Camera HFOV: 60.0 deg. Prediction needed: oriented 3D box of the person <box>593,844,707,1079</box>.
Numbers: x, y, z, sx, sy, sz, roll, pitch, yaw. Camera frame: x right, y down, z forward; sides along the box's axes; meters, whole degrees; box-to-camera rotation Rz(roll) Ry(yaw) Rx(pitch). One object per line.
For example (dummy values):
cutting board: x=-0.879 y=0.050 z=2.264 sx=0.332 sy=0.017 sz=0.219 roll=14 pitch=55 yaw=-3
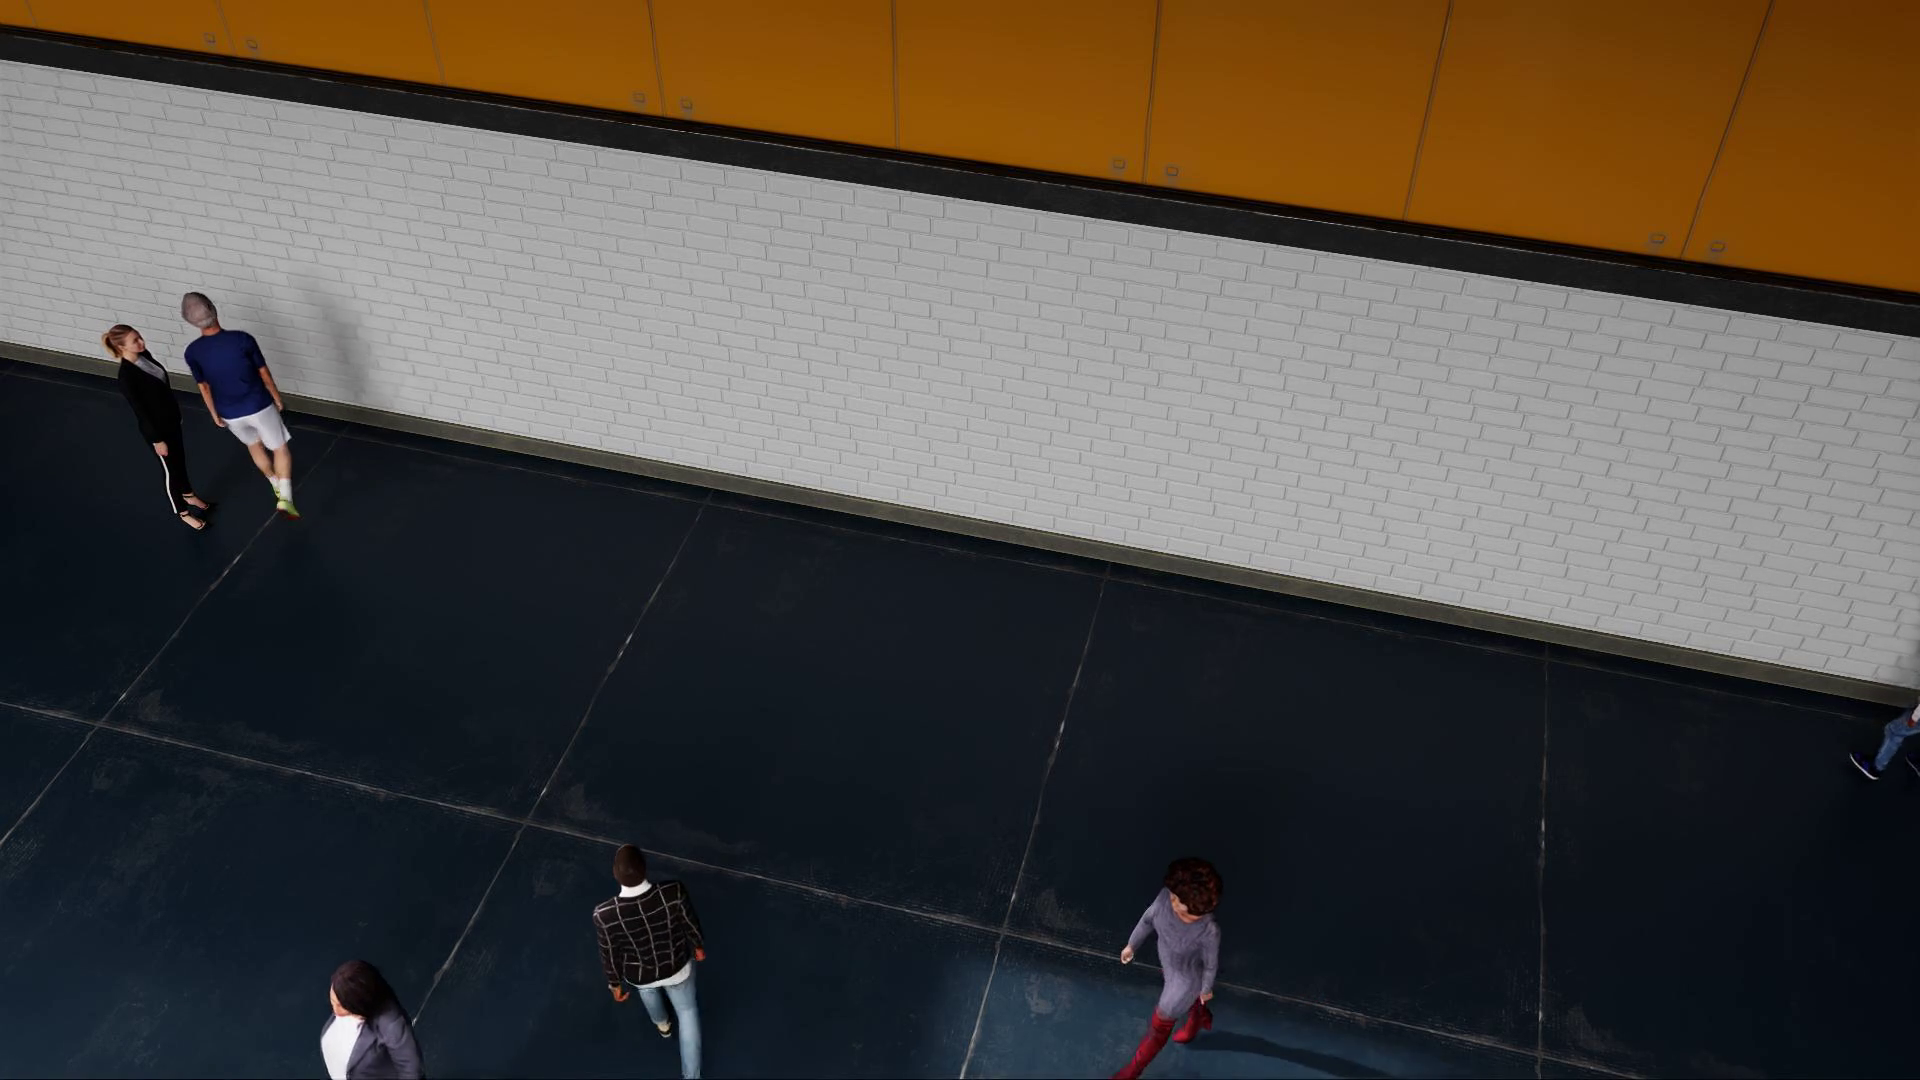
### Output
person: x=-1.505 y=2.197 z=8.349 sx=1.024 sy=1.791 sz=1.249 roll=-10 pitch=45 yaw=-10

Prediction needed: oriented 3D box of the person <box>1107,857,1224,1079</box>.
person: x=1.198 y=2.138 z=8.490 sx=1.049 sy=1.682 sz=1.008 roll=-19 pitch=47 yaw=-19

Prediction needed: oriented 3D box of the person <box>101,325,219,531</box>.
person: x=-5.551 y=-0.787 z=11.542 sx=0.745 sy=1.707 sz=0.603 roll=-4 pitch=44 yaw=-4

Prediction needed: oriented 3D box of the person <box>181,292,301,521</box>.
person: x=-4.968 y=-0.870 z=11.560 sx=0.991 sy=1.802 sz=1.147 roll=-10 pitch=44 yaw=-10

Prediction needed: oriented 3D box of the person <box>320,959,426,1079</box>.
person: x=-2.756 y=2.535 z=8.150 sx=0.869 sy=1.576 sz=1.041 roll=27 pitch=50 yaw=25
